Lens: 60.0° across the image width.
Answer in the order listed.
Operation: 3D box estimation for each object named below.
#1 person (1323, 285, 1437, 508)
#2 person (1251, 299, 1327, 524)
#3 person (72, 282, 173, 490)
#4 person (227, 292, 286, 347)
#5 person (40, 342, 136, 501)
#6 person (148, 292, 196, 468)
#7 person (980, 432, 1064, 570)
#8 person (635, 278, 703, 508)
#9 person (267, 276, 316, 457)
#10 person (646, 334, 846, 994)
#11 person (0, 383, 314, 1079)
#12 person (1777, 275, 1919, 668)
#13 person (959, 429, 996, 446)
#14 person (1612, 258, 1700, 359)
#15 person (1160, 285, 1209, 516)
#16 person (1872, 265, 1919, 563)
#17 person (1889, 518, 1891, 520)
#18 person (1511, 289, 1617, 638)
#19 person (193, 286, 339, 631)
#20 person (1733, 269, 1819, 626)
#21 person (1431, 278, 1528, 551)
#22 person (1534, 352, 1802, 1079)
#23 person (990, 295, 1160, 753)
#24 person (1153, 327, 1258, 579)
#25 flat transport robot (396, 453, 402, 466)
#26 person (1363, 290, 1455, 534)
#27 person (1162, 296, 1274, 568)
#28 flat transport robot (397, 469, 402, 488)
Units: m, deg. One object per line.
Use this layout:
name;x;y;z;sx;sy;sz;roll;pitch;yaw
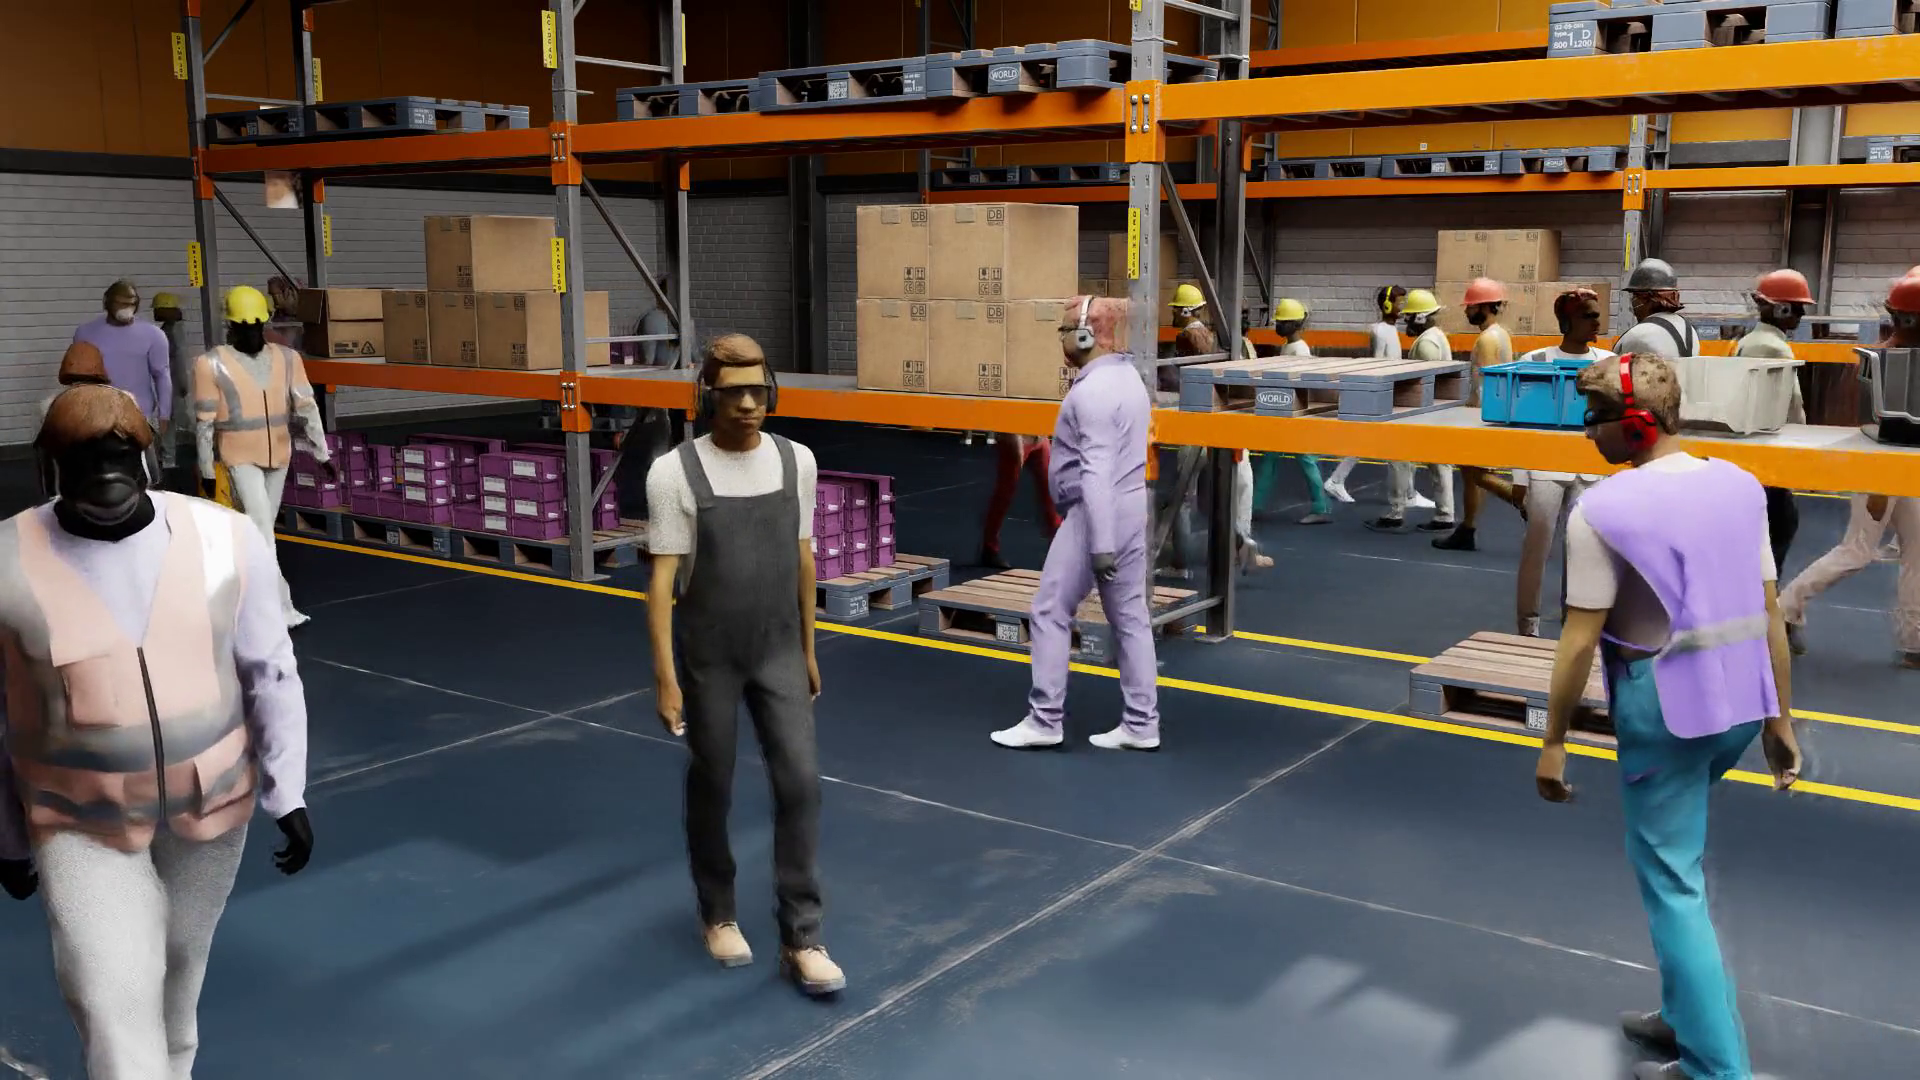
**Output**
person;3.486;-1.189;13.756;0.942;1.830;0.514;3;10;20
person;2.459;-0.970;12.764;0.818;1.727;0.548;-1;10;-4
person;-6.067;-0.927;12.092;0.646;1.876;1.036;-4;10;-23
person;-6.330;-1.362;15.048;0.541;1.741;0.419;-1;10;-4
person;-4.786;-0.302;9.207;0.484;1.580;0.898;-6;11;-33
person;-7.607;-1.555;16.251;0.674;1.726;0.489;-8;12;-40
person;0.463;-0.624;10.700;0.905;1.716;0.544;9;13;43
person;-2.236;-1.157;13.348;0.980;1.893;0.644;4;10;24
person;-6.083;-1.474;15.279;0.683;1.878;0.468;8;12;38
person;-0.570;0.355;4.578;0.534;1.816;0.773;-5;11;-26
person;-1.693;0.567;3.464;0.620;1.784;1.009;-7;12;-38
person;4.553;-0.338;8.302;0.640;1.967;0.933;-9;13;-43
person;0.182;-1.992;18.237;0.594;1.925;0.377;-1;10;-6
person;3.988;-0.630;9.793;0.684;2.000;0.538;-9;13;-43
person;1.794;-1.108;13.255;0.404;1.833;0.590;2;10;12
person;6.396;-0.837;11.153;0.612;1.997;0.375;-9;13;-42
person;7.495;-1.047;12.633;0.982;1.926;0.615;7;12;37
person;3.072;-0.323;8.428;0.583;1.883;0.350;-1;10;-7
person;-3.786;-0.434;9.114;0.945;1.878;0.608;7;12;36
person;4.405;-0.452;8.916;0.698;1.967;0.631;2;10;14
person;3.700;-0.841;11.442;0.747;1.911;0.549;4;10;22
person;1.713;0.461;3.985;0.579;1.802;0.578;-5;11;-29
person;0.478;-0.053;6.837;0.810;1.878;0.642;4;11;25
person;1.545;-0.527;10.435;0.621;1.608;0.497;9;13;44
flat transport robot;-5.157;-0.639;15.105;0.652;0.197;1.431;-3;10;-18
person;3.355;-0.939;12.338;0.772;1.798;0.606;4;10;24
person;1.737;-0.743;11.150;0.808;1.809;0.622;6;11;30
flat transport robot;-4.574;-0.491;14.224;1.431;0.197;0.652;-3;10;-18
